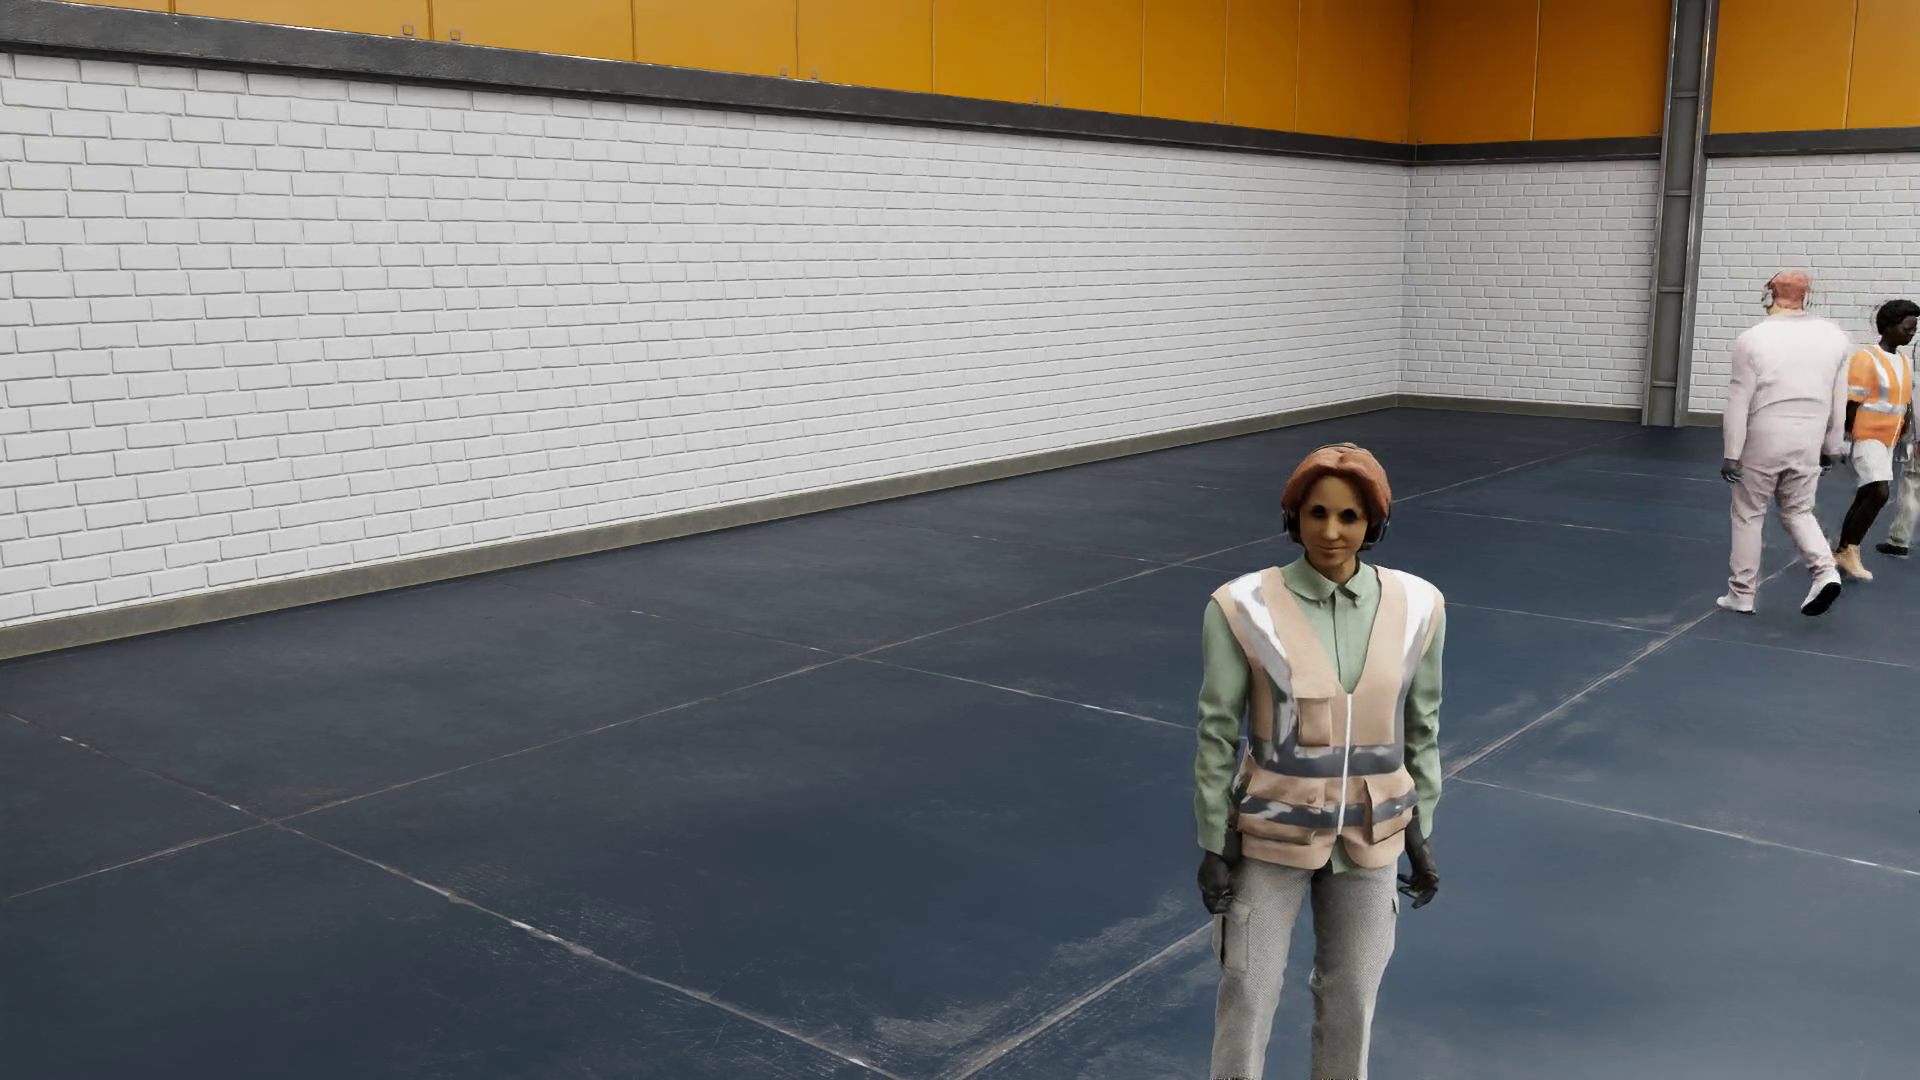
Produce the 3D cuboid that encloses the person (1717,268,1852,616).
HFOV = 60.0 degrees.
[{"bbox_3d":[4.406,-0.495,8.836,0.678,1.882,0.650,-1,10,-5],"label":"person"}]

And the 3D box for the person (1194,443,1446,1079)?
[{"bbox_3d":[0.714,0.618,3.327,0.517,1.636,0.314,-2,10,-9],"label":"person"}]

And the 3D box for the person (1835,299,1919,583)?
[{"bbox_3d":[5.427,-0.577,9.811,0.548,1.673,0.481,-6,12,-32],"label":"person"}]

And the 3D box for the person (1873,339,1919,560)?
[{"bbox_3d":[6.121,-0.709,10.229,0.577,1.802,0.891,-1,10,-7],"label":"person"}]
